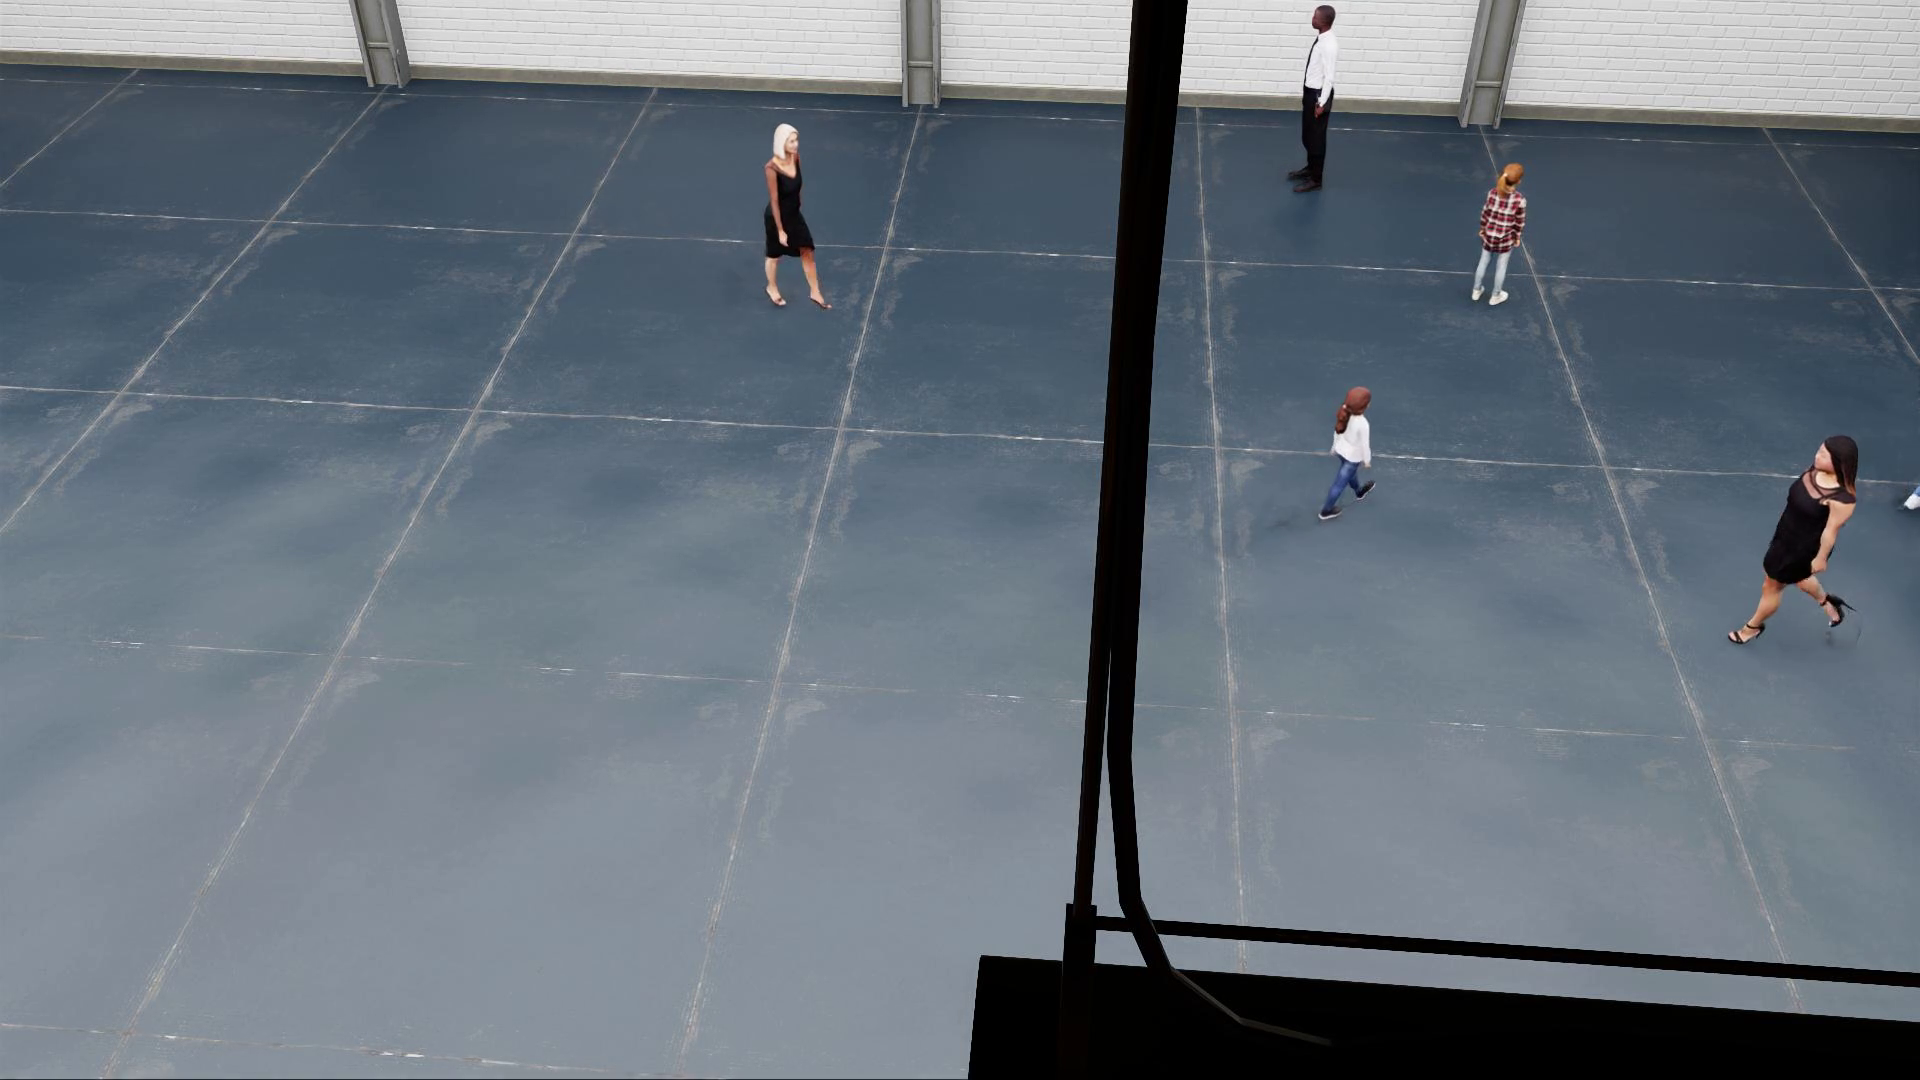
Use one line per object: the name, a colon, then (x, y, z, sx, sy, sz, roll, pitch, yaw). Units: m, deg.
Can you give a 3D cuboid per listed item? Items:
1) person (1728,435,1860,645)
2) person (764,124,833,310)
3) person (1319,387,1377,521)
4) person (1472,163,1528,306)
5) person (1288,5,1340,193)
person: (5.561, 0.033, 10.820, 0.963, 1.694, 0.679, 4, 39, 5)
person: (-1.581, -2.776, 14.319, 0.997, 1.717, 0.886, 28, 46, 31)
person: (2.798, -0.623, 12.126, 0.819, 1.089, 0.679, -16, 41, -20)
person: (4.716, -2.678, 14.527, 0.582, 1.305, 0.674, 25, 45, 28)
person: (3.478, -4.287, 16.117, 0.533, 1.834, 0.645, 1, 39, 1)
